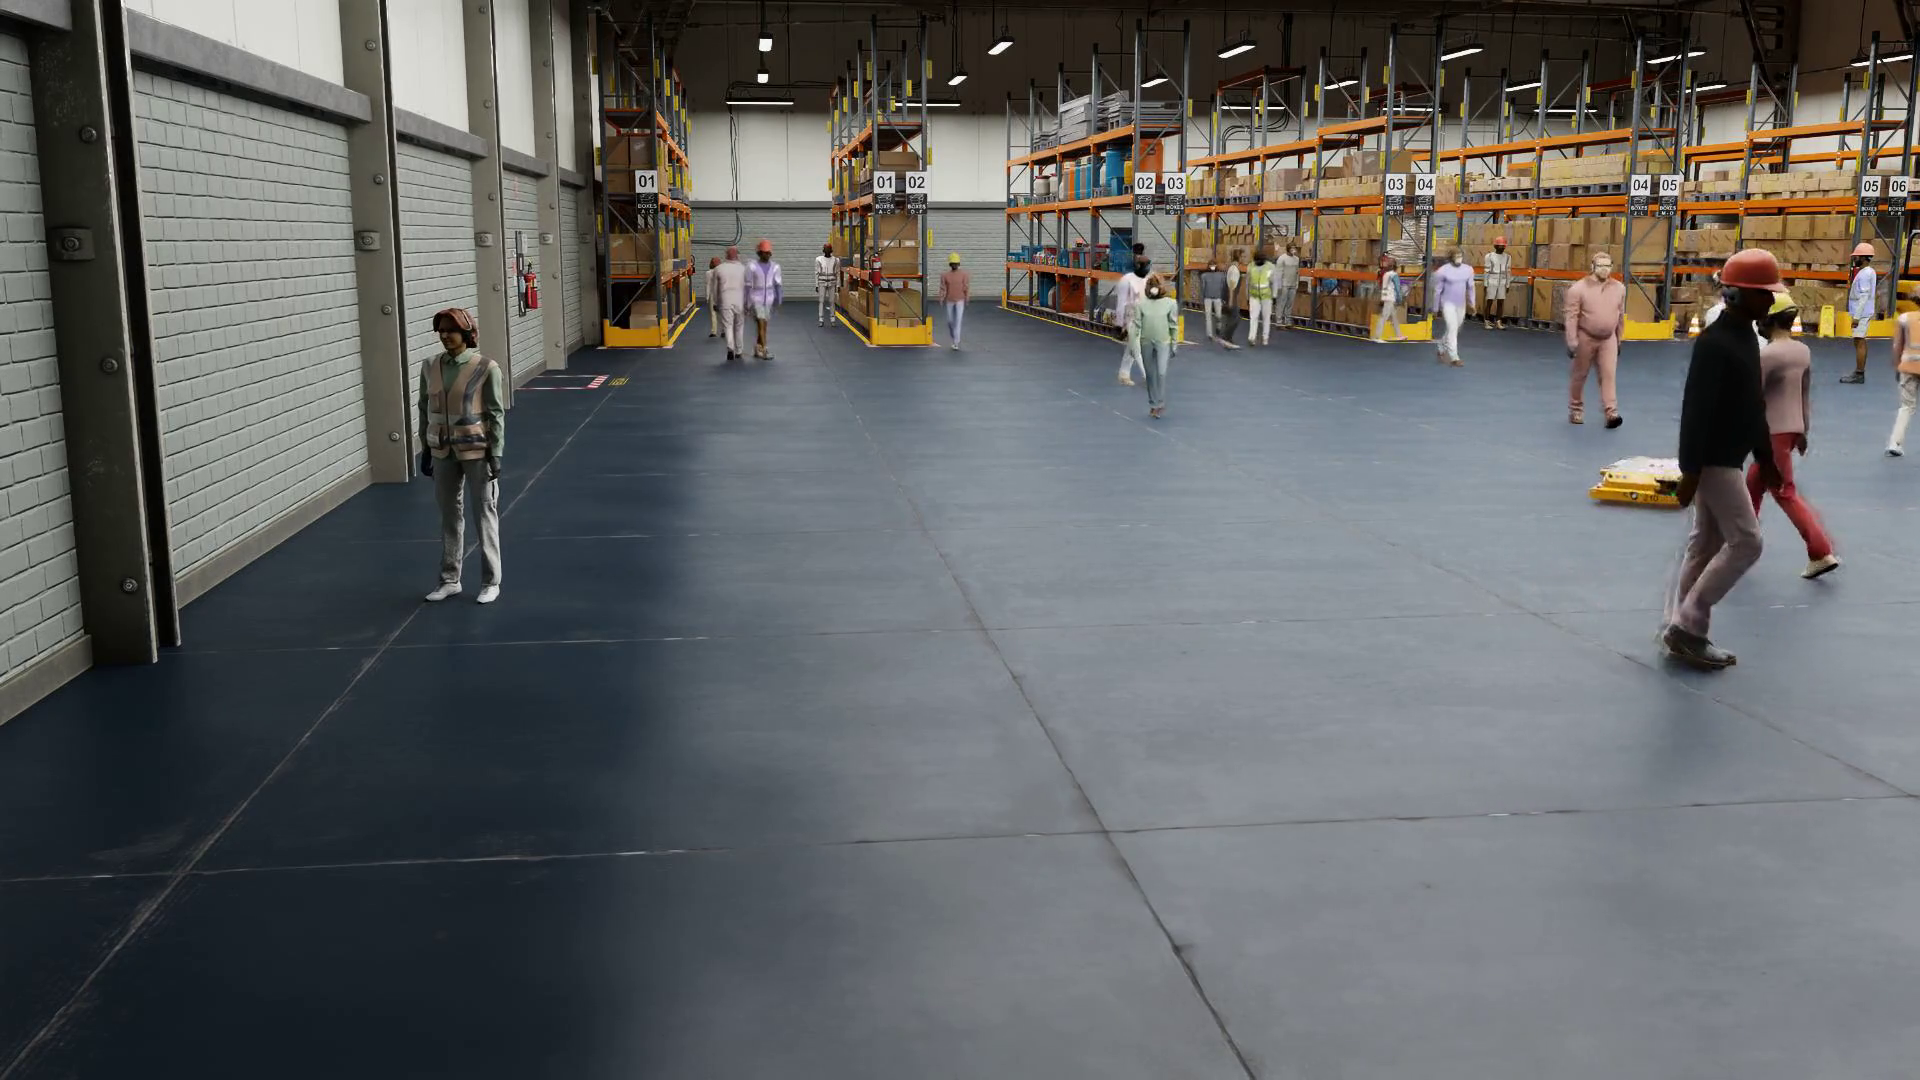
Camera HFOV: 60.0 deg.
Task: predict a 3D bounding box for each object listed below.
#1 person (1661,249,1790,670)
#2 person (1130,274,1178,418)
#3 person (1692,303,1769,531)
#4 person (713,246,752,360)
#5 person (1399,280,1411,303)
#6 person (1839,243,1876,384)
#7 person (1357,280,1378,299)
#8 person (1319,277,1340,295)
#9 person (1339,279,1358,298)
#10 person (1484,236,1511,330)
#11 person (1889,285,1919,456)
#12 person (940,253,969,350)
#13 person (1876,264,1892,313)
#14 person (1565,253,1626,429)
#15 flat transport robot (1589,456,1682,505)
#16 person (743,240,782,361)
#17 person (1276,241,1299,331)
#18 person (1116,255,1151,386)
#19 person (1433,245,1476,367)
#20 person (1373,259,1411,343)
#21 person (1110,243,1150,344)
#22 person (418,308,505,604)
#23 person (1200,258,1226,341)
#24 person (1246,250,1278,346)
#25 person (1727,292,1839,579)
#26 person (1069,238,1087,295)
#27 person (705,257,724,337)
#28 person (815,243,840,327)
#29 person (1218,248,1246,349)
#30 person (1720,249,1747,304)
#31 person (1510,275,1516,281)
[{"bbox_3d":[3.597,-0.363,7.788,0.480,1.970,0.611,7,12,33],"label":"person"},{"bbox_3d":[2.152,-2.156,18.589,0.517,1.599,0.739,3,11,14],"label":"person"},{"bbox_3d":[5.238,-0.951,11.238,0.585,1.882,0.337,-5,11,-24],"label":"person"},{"bbox_3d":[-3.786,-3.948,27.714,0.642,1.872,0.910,-2,11,-13],"label":"person"},{"bbox_3d":[10.601,-6.199,40.036,0.565,1.888,1.020,0,10,2],"label":"person"},{"bbox_3d":[12.473,-3.138,23.073,0.361,1.939,0.542,7,13,34],"label":"person"},{"bbox_3d":[9.757,-6.089,39.830,0.516,1.716,0.399,1,10,5],"label":"person"},{"bbox_3d":[8.903,-6.081,39.976,0.550,1.648,0.850,-1,10,-3],"label":"person"},{"bbox_3d":[9.451,-6.312,40.656,0.645,1.871,0.885,-5,11,-26],"label":"person"},{"bbox_3d":[11.714,-5.584,36.231,0.606,2.035,0.405,-1,10,-7],"label":"person"},{"bbox_3d":[8.873,-1.549,15.329,0.584,1.602,0.552,-9,14,-42],"label":"person"},{"bbox_3d":[-0.094,-4.339,30.204,0.528,1.742,0.704,1,10,7],"label":"person"},{"bbox_3d":[19.708,-5.350,35.554,0.527,1.819,0.917,-3,11,-17],"label":"person"},{"bbox_3d":[6.785,-2.120,17.735,0.674,1.848,1.024,0,10,0],"label":"person"},{"bbox_3d":[5.469,-0.481,13.086,0.652,0.197,1.431,7,12,33],"label":"flat transport robot"},{"bbox_3d":[-3.297,-3.991,27.666,0.606,1.986,1.047,-6,12,-28],"label":"person"},{"bbox_3d":[7.094,-5.490,36.005,0.632,1.931,0.375,-8,13,-37],"label":"person"},{"bbox_3d":[2.442,-2.929,22.355,0.644,1.783,1.008,-9,13,-40],"label":"person"},{"bbox_3d":[7.765,-3.706,26.324,0.624,1.905,0.952,-3,11,-15],"label":"person"},{"bbox_3d":[8.293,-4.562,31.833,0.861,1.595,0.533,-1,10,-7],"label":"person"},{"bbox_3d":[3.339,-4.604,31.210,0.971,1.899,0.630,2,11,10],"label":"person"},{"bbox_3d":[-2.759,-0.462,9.224,0.514,1.642,0.310,3,11,15],"label":"person"},{"bbox_3d":[4.963,-4.712,32.614,0.503,1.616,0.468,2,10,9],"label":"person"},{"bbox_3d":[5.586,-4.495,30.938,0.637,1.770,0.984,4,11,20],"label":"person"},{"bbox_3d":[4.945,-0.640,10.009,0.527,1.713,0.922,-7,12,-33],"label":"person"},{"bbox_3d":[3.541,-7.997,49.582,0.610,1.988,0.402,-2,11,-12],"label":"person"},{"bbox_3d":[-4.924,-4.911,33.662,0.493,1.624,0.280,-8,13,-38],"label":"person"},{"bbox_3d":[-3.000,-5.771,37.667,0.573,1.883,0.356,-1,10,-6],"label":"person"},{"bbox_3d":[4.930,-4.335,29.951,0.388,1.825,0.556,1,10,6],"label":"person"},{"bbox_3d":[9.598,-2.657,20.629,0.484,1.871,0.669,-1,10,-5],"label":"person"},{"bbox_3d":[15.351,-7.435,46.699,0.557,1.918,0.764,0,10,1],"label":"person"}]
